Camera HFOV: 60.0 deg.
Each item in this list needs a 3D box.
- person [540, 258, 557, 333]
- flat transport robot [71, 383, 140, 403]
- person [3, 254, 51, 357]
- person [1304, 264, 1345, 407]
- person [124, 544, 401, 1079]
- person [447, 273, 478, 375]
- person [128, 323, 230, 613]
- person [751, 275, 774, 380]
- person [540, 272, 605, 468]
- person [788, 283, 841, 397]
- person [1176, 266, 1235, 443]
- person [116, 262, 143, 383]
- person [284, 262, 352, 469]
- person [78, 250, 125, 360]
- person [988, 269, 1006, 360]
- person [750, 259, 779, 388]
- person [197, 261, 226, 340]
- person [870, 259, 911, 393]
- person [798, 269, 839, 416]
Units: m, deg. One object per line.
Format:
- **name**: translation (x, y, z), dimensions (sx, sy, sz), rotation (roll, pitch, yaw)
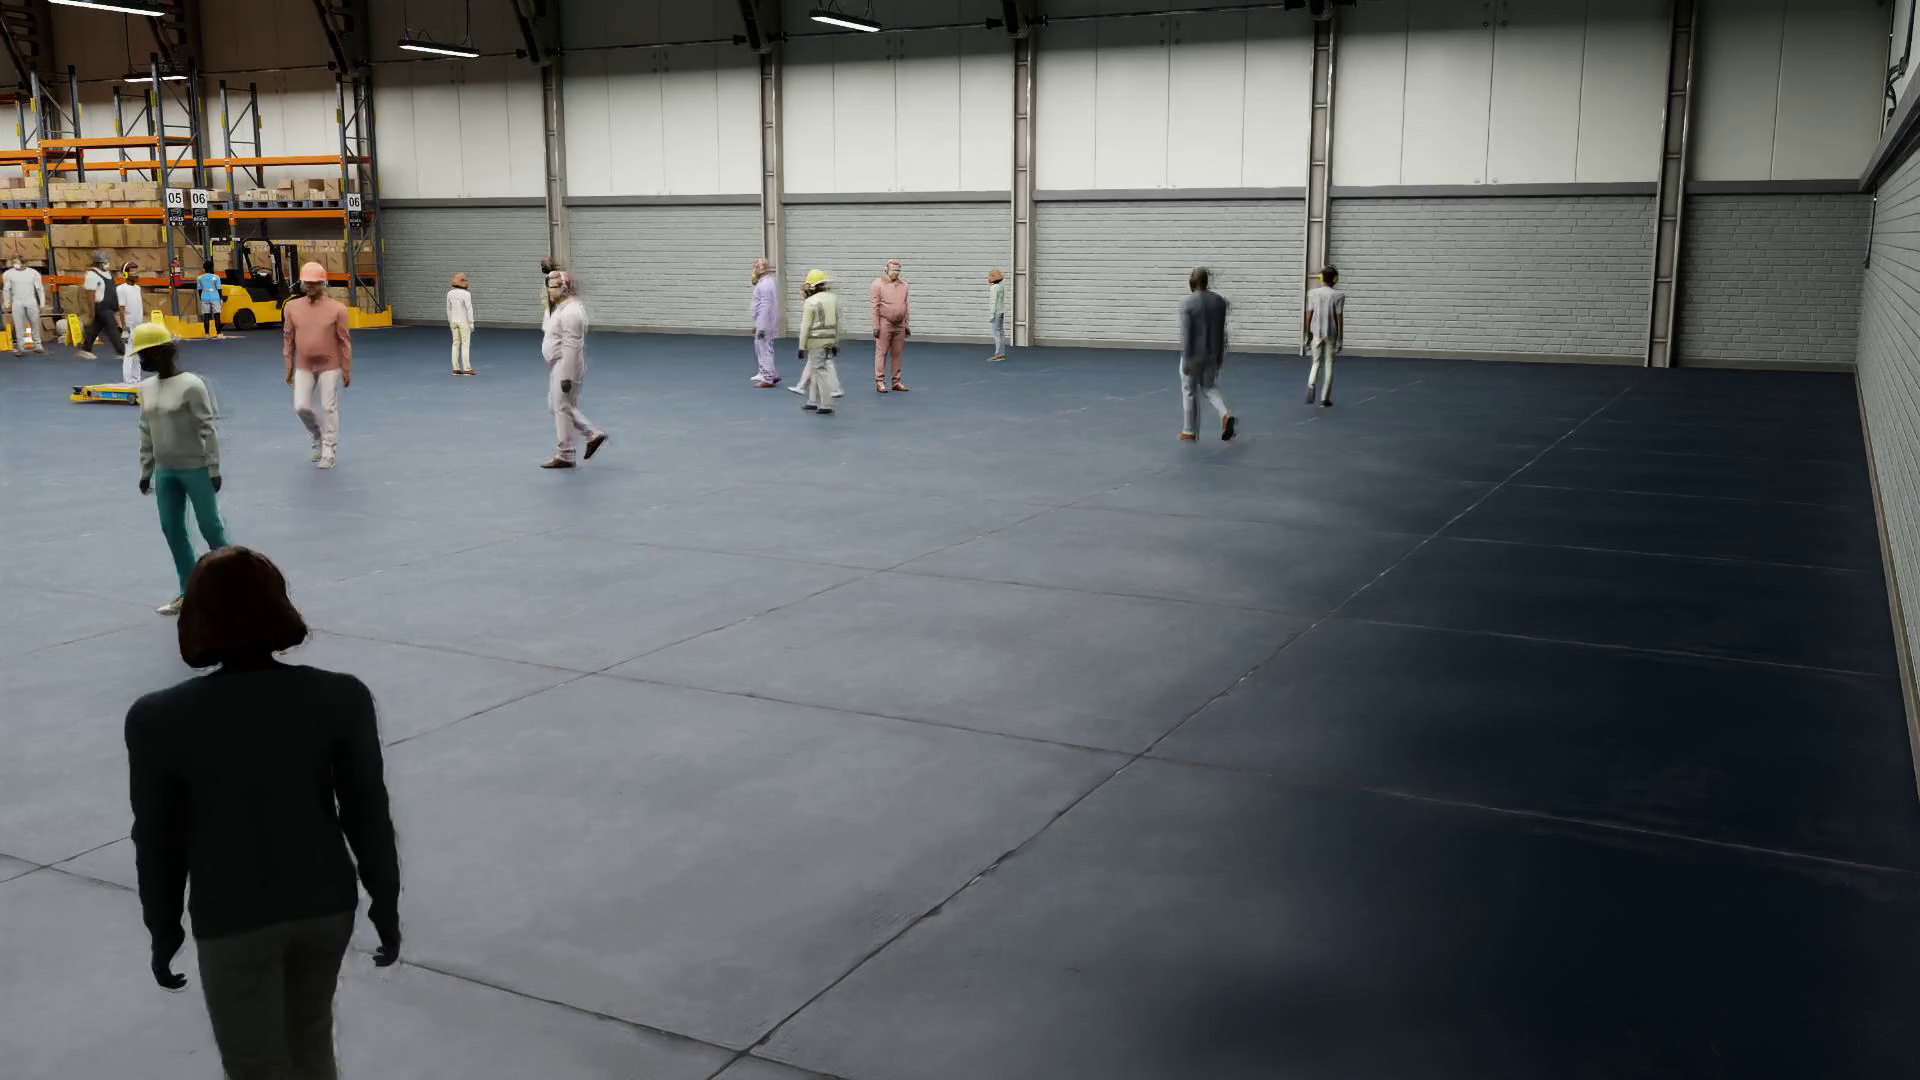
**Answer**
- **person**: translation (-7.411, -4.213, 30.313), dimensions (0.432, 1.823, 0.653), rotation (-1, 10, -3)
- **flat transport robot**: translation (-11.155, -1.981, 22.378), dimensions (1.431, 0.197, 0.652), rotation (4, 11, 18)
- **person**: translation (-17.394, -4.360, 30.945), dimensions (0.672, 1.895, 0.680), rotation (-5, 12, -27)
- **person**: translation (4.744, -2.650, 21.679), dimensions (0.539, 1.861, 0.488), rotation (6, 12, 28)
- **person**: translation (-1.428, 0.814, 3.509), dimensions (0.500, 1.598, 0.753), rotation (-8, 13, -37)
- **person**: translation (-8.017, -3.464, 26.744), dimensions (0.507, 1.632, 0.268), rotation (6, 12, 29)
- **person**: translation (-4.577, -0.415, 9.878), dimensions (0.648, 1.731, 0.401), rotation (4, 11, 20)
- **person**: translation (-3.095, -3.365, 25.905), dimensions (0.295, 1.744, 0.484), rotation (4, 11, 21)
- **person**: translation (-3.787, -1.636, 16.051), dimensions (0.548, 1.892, 0.669), rotation (-3, 11, -17)
- **person**: translation (-2.020, -2.769, 23.061), dimensions (0.832, 1.580, 0.508), rotation (2, 11, 13)
- **person**: translation (2.625, -1.975, 17.838), dimensions (0.637, 1.917, 0.716), rotation (-6, 12, -30)
- **person**: translation (-11.575, -2.952, 23.310), dimensions (0.327, 1.871, 0.514), rotation (1, 10, 4)
- **person**: translation (-6.188, -1.677, 16.031), dimensions (0.638, 1.983, 0.442), rotation (-1, 10, -6)
- **person**: translation (-15.491, -4.257, 29.958), dimensions (1.043, 2.000, 0.678), rotation (-1, 10, -8)
- **person**: translation (0.653, -4.049, 29.933), dimensions (0.280, 1.631, 0.504), rotation (4, 11, 22)
- **person**: translation (-2.909, -3.192, 24.583), dimensions (0.392, 1.893, 0.749), rotation (0, 10, -2)
- **person**: translation (-16.098, -5.145, 35.749), dimensions (0.532, 1.693, 0.319), rotation (0, 10, 2)
- **person**: translation (-0.978, -3.070, 23.871), dimensions (0.636, 1.902, 0.405), rotation (-8, 13, -36)
- **person**: translation (-1.862, -2.454, 20.742), dimensions (0.732, 1.809, 0.620), rotation (6, 12, 29)
